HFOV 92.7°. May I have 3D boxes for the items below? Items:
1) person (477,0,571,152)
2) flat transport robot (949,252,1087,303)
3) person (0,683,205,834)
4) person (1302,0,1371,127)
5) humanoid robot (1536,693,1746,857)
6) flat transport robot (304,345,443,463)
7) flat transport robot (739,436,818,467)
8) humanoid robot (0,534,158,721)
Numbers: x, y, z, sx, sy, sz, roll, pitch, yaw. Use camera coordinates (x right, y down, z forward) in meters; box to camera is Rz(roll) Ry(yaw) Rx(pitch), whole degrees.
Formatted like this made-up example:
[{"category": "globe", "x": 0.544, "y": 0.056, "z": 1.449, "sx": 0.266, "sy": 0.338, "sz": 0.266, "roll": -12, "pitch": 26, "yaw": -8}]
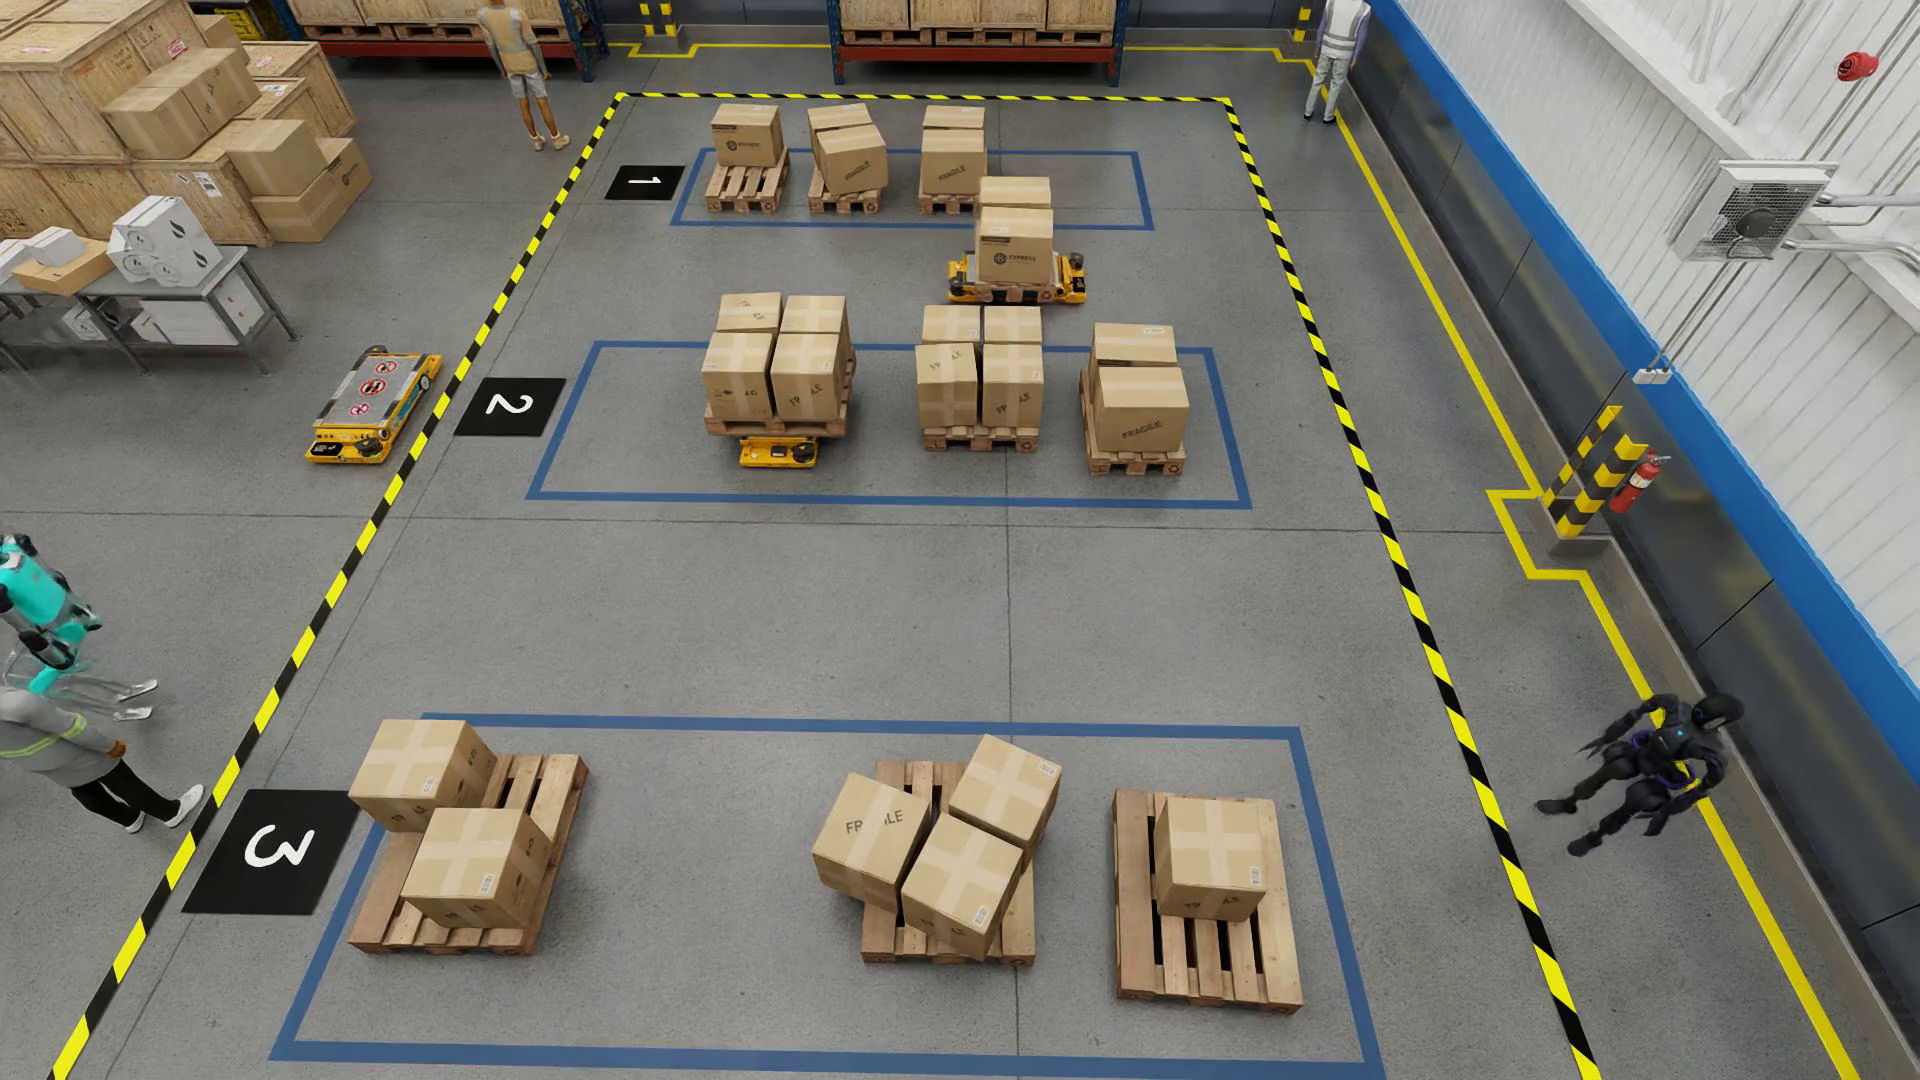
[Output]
[{"category": "person", "x": -5.285, "y": -5.724, "z": 11.047, "sx": 0.606, "sy": 2.048, "sz": 0.365, "roll": 0, "pitch": 50, "yaw": 0}, {"category": "flat transport robot", "x": 0.608, "y": -2.794, "z": 9.713, "sx": 1.431, "sy": 0.197, "sz": 0.652, "roll": 1, "pitch": 50, "yaw": 1}, {"category": "person", "x": -5.231, "y": 1.185, "z": 5.327, "sx": 0.596, "sy": 1.851, "sz": 0.380, "roll": -4, "pitch": 50, "yaw": -4}, {"category": "person", "x": 4.779, "y": -6.194, "z": 11.580, "sx": 0.589, "sy": 1.837, "sz": 0.404, "roll": 28, "pitch": 55, "yaw": 22}, {"category": "humanoid robot", "x": 3.938, "y": 1.353, "z": 5.289, "sx": 0.315, "sy": 1.657, "sz": 0.599, "roll": -9, "pitch": 50, "yaw": -8}, {"category": "flat transport robot", "x": -5.383, "y": -1.269, "z": 8.441, "sx": 0.659, "sy": 0.231, "sz": 1.431, "roll": 1, "pitch": 50, "yaw": 1}, {"category": "flat transport robot", "x": -1.582, "y": -1.235, "z": 8.394, "sx": 0.652, "sy": 0.197, "sz": 1.431, "roll": 1, "pitch": 50, "yaw": 1}, {"category": "humanoid robot", "x": -5.866, "y": 0.615, "z": 5.796, "sx": 0.735, "sy": 1.677, "sz": 0.533, "roll": -14, "pitch": 51, "yaw": -11}]
